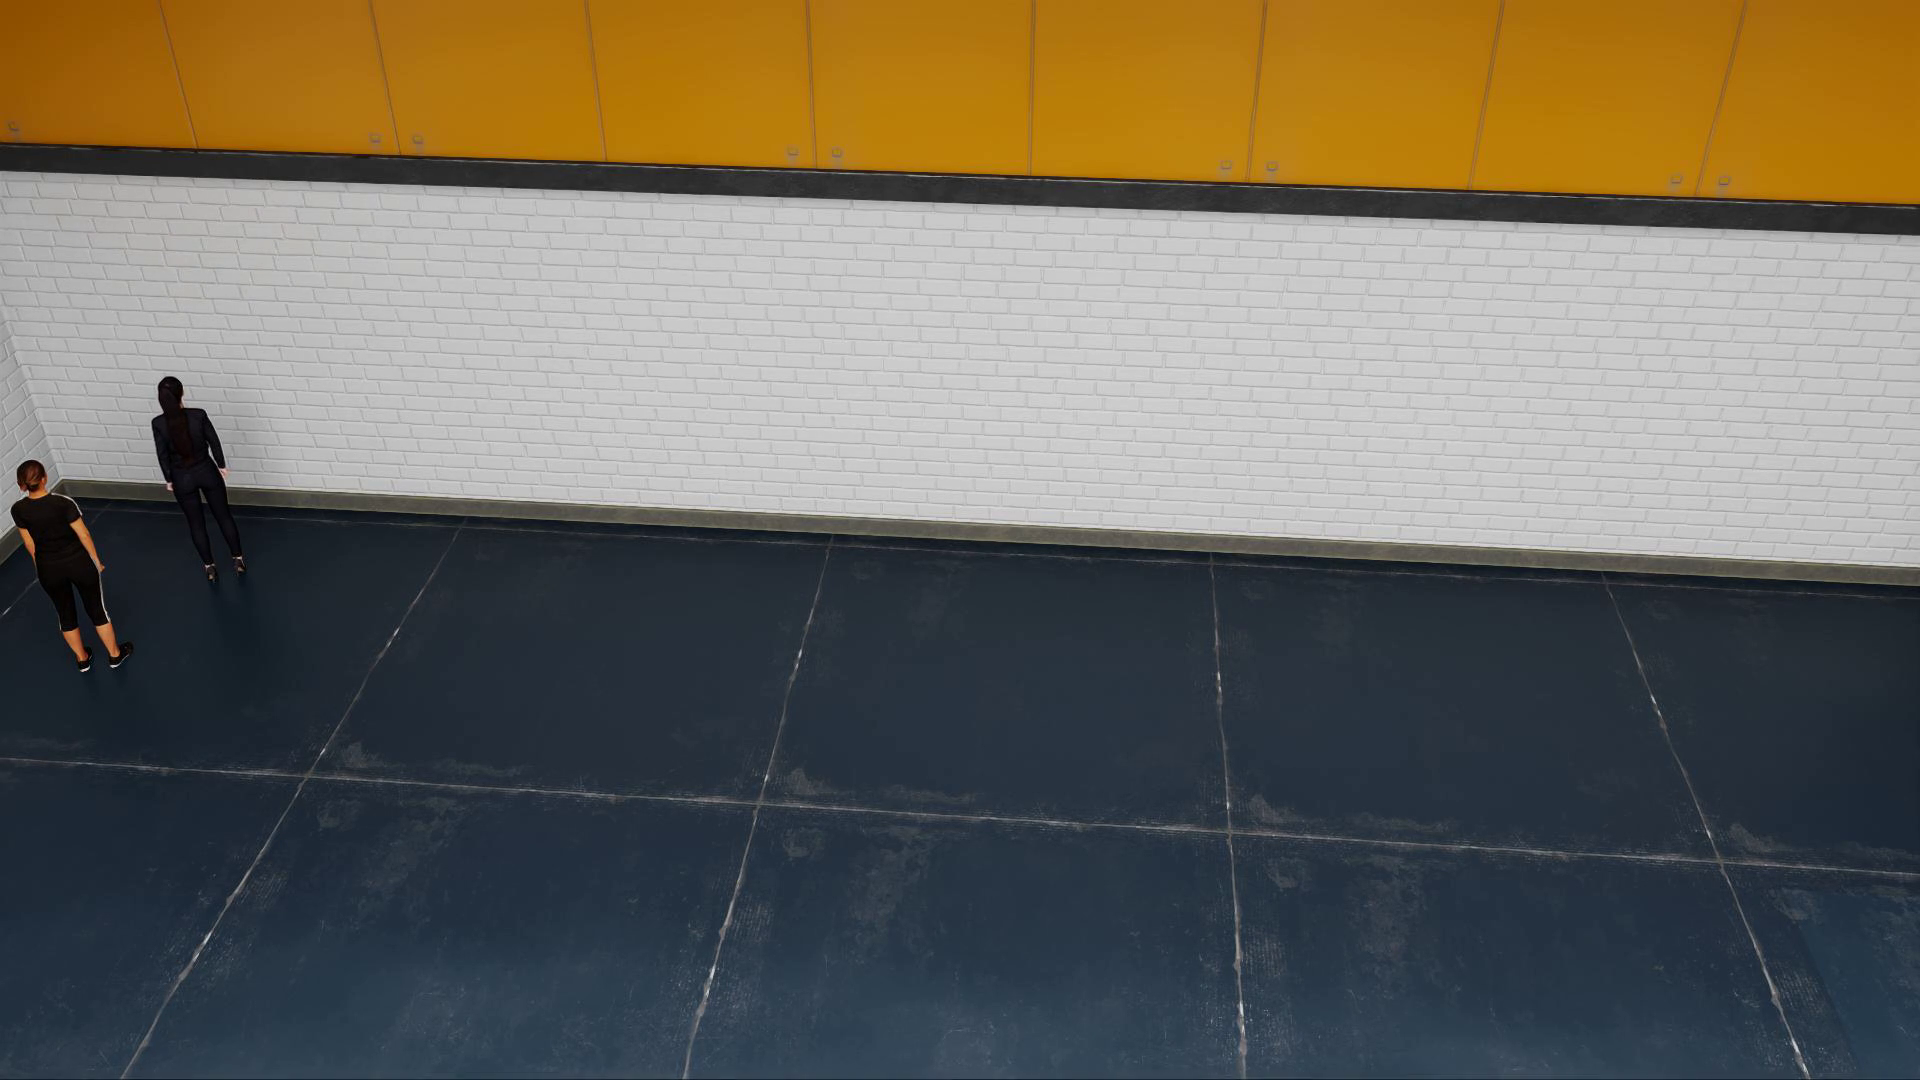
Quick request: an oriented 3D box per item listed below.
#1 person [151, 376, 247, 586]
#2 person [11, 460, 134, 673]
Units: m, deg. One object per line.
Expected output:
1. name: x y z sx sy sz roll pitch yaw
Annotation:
1. person: -5.674 -0.454 12.366 0.651 1.711 0.656 -16 37 -22
2. person: -6.162 0.174 11.459 0.636 1.669 0.612 -6 34 -9
